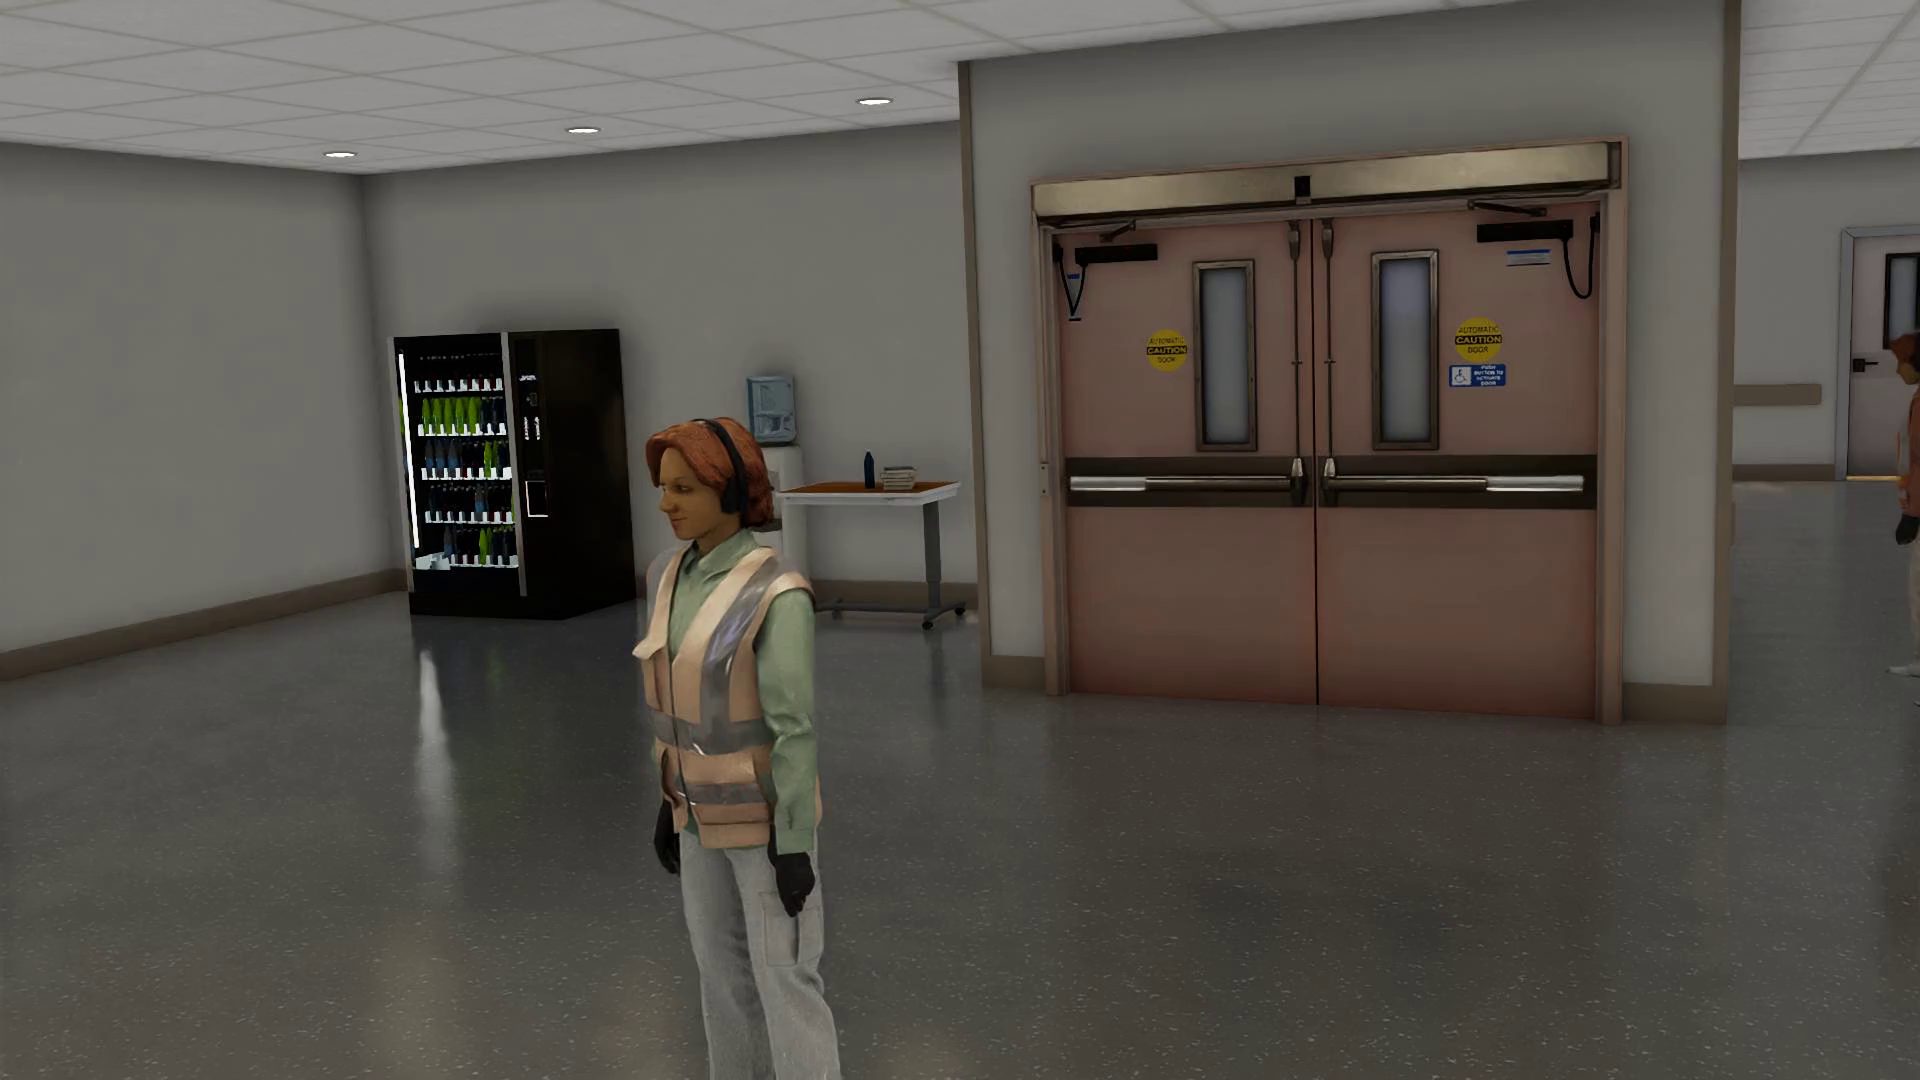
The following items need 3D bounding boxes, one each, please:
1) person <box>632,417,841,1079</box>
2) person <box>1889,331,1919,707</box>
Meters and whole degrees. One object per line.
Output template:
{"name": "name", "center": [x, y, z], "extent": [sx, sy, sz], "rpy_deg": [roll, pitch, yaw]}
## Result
{"name": "person", "center": [-0.437, 0.570, 3.306], "extent": [0.315, 1.629, 0.508], "rpy_deg": [-8, 10, -39]}
{"name": "person", "center": [4.254, -0.110, 7.227], "extent": [0.467, 1.600, 0.698], "rpy_deg": [4, 9, 38]}
